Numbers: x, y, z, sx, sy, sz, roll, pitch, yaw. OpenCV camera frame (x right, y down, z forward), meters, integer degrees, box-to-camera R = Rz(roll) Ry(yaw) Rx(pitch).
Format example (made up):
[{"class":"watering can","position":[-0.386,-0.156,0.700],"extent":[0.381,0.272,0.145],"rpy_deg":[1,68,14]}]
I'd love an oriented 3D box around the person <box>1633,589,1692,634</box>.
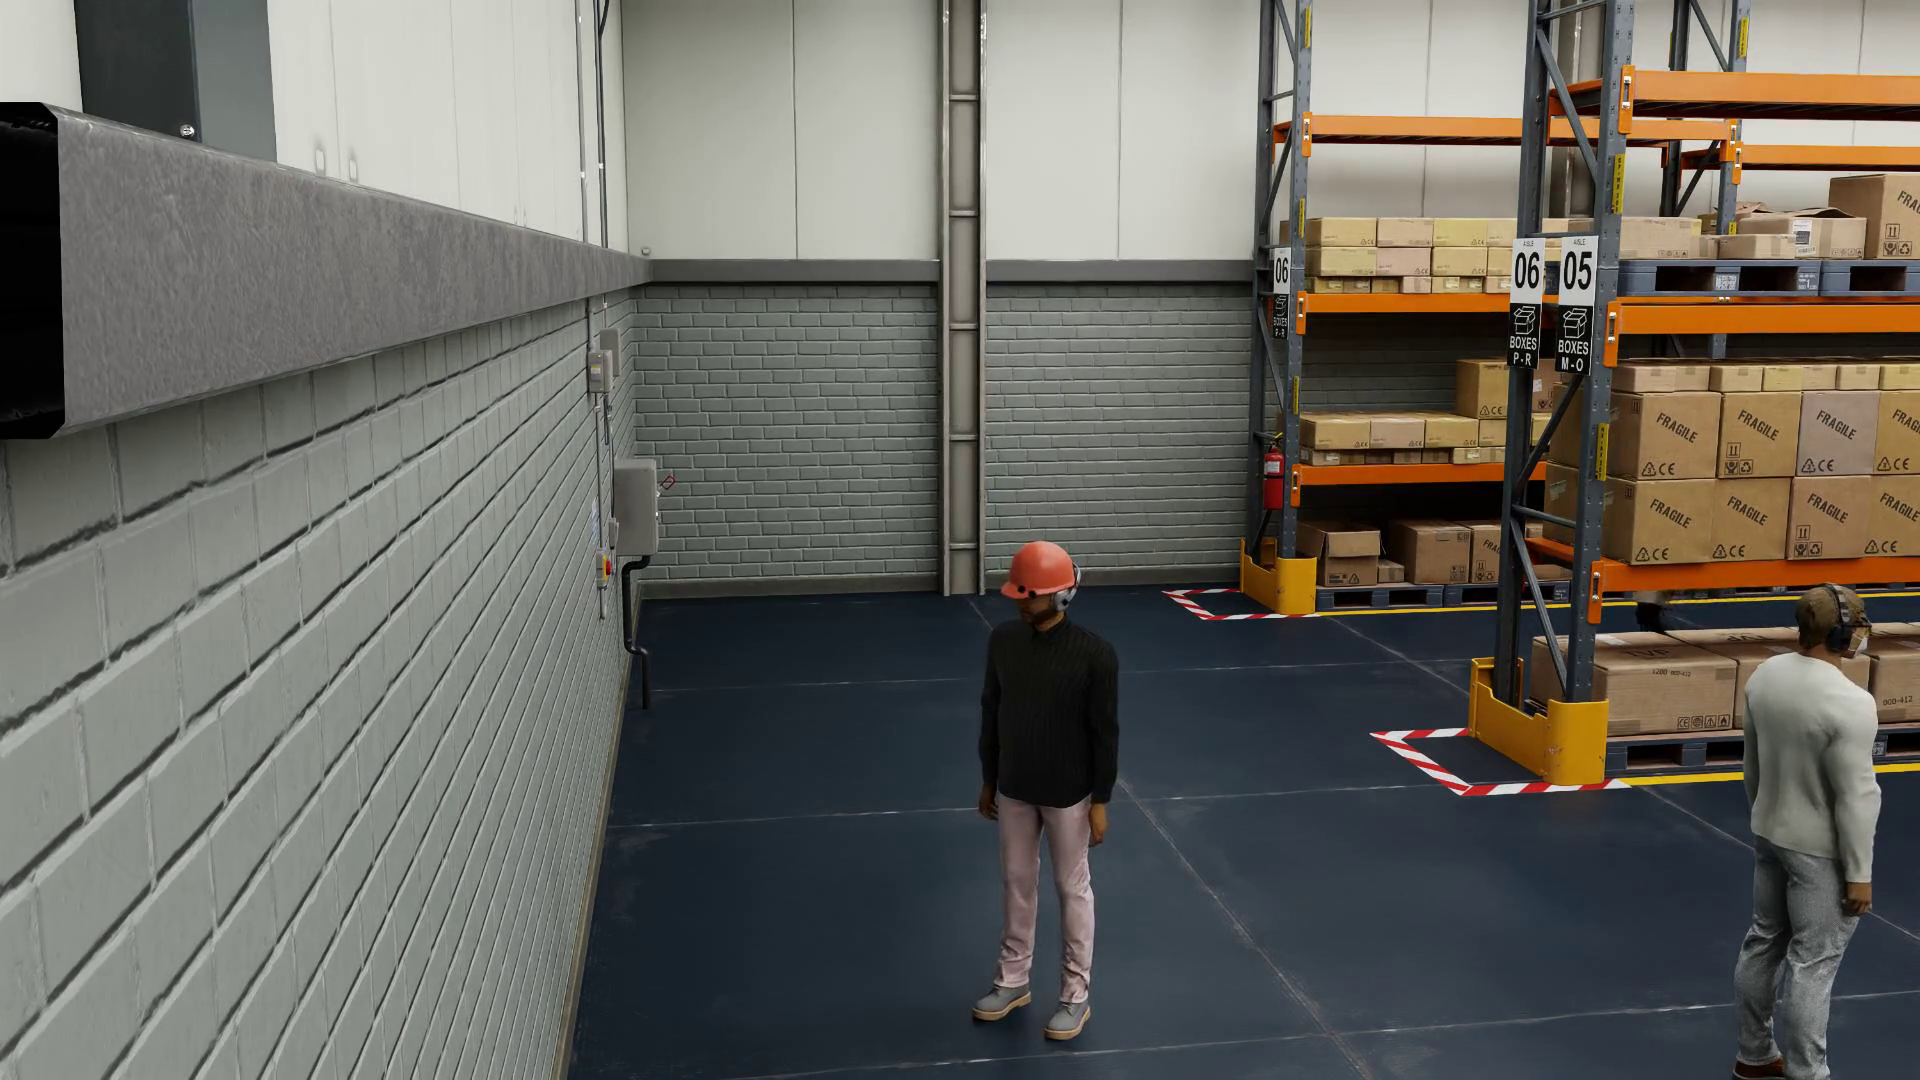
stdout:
[{"class":"person","position":[4.894,0.150,11.840],"extent":[0.535,1.947,0.643],"rpy_deg":[-3,10,-17]}]

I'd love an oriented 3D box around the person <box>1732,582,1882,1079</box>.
[{"class":"person","position":[3.056,1.106,5.988],"extent":[0.372,1.940,0.631],"rpy_deg":[-1,9,-9]}]

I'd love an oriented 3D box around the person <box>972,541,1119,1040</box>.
[{"class":"person","position":[0.327,0.981,6.607],"extent":[0.608,1.988,0.392],"rpy_deg":[6,11,34]}]
